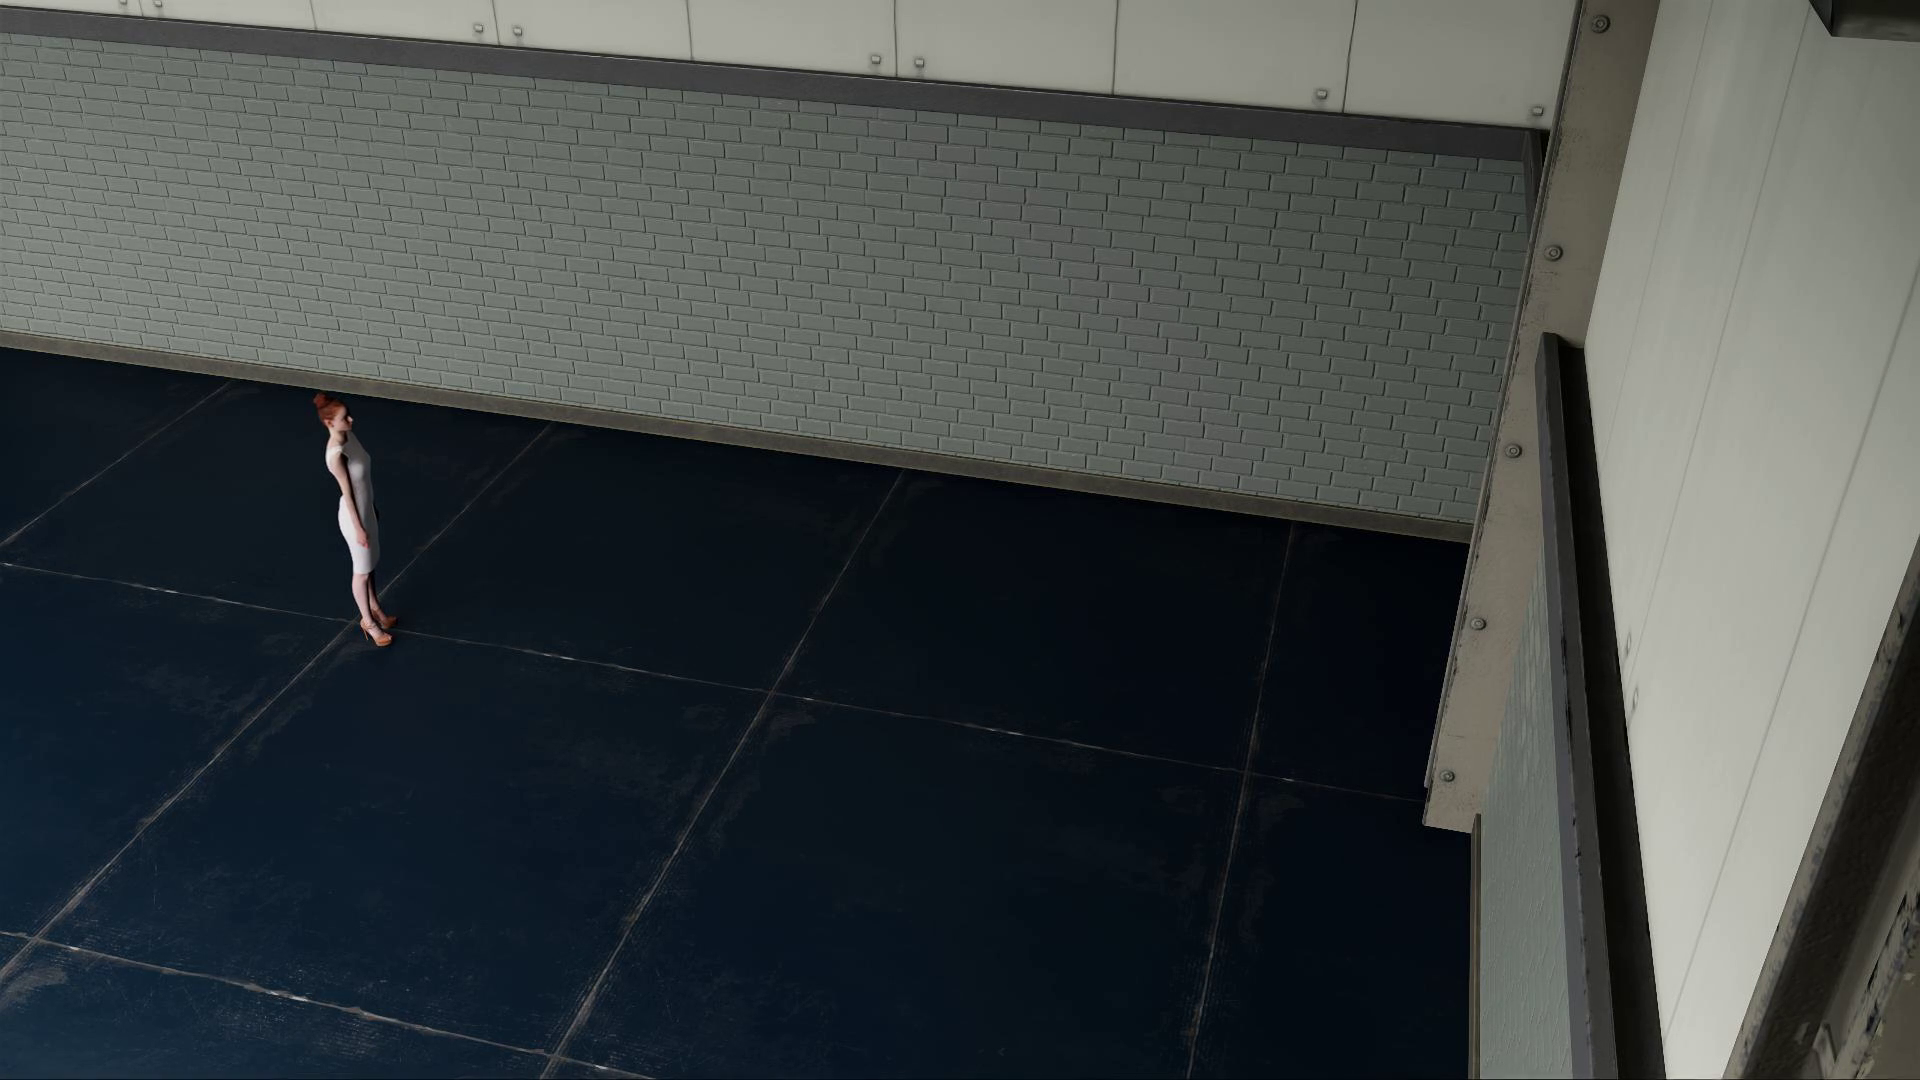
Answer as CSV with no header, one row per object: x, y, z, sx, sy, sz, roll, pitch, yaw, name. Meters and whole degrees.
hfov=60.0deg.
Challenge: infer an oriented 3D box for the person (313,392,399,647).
-3.838,-0.132,10.594,0.694,1.793,0.541,-4,32,-6,person
